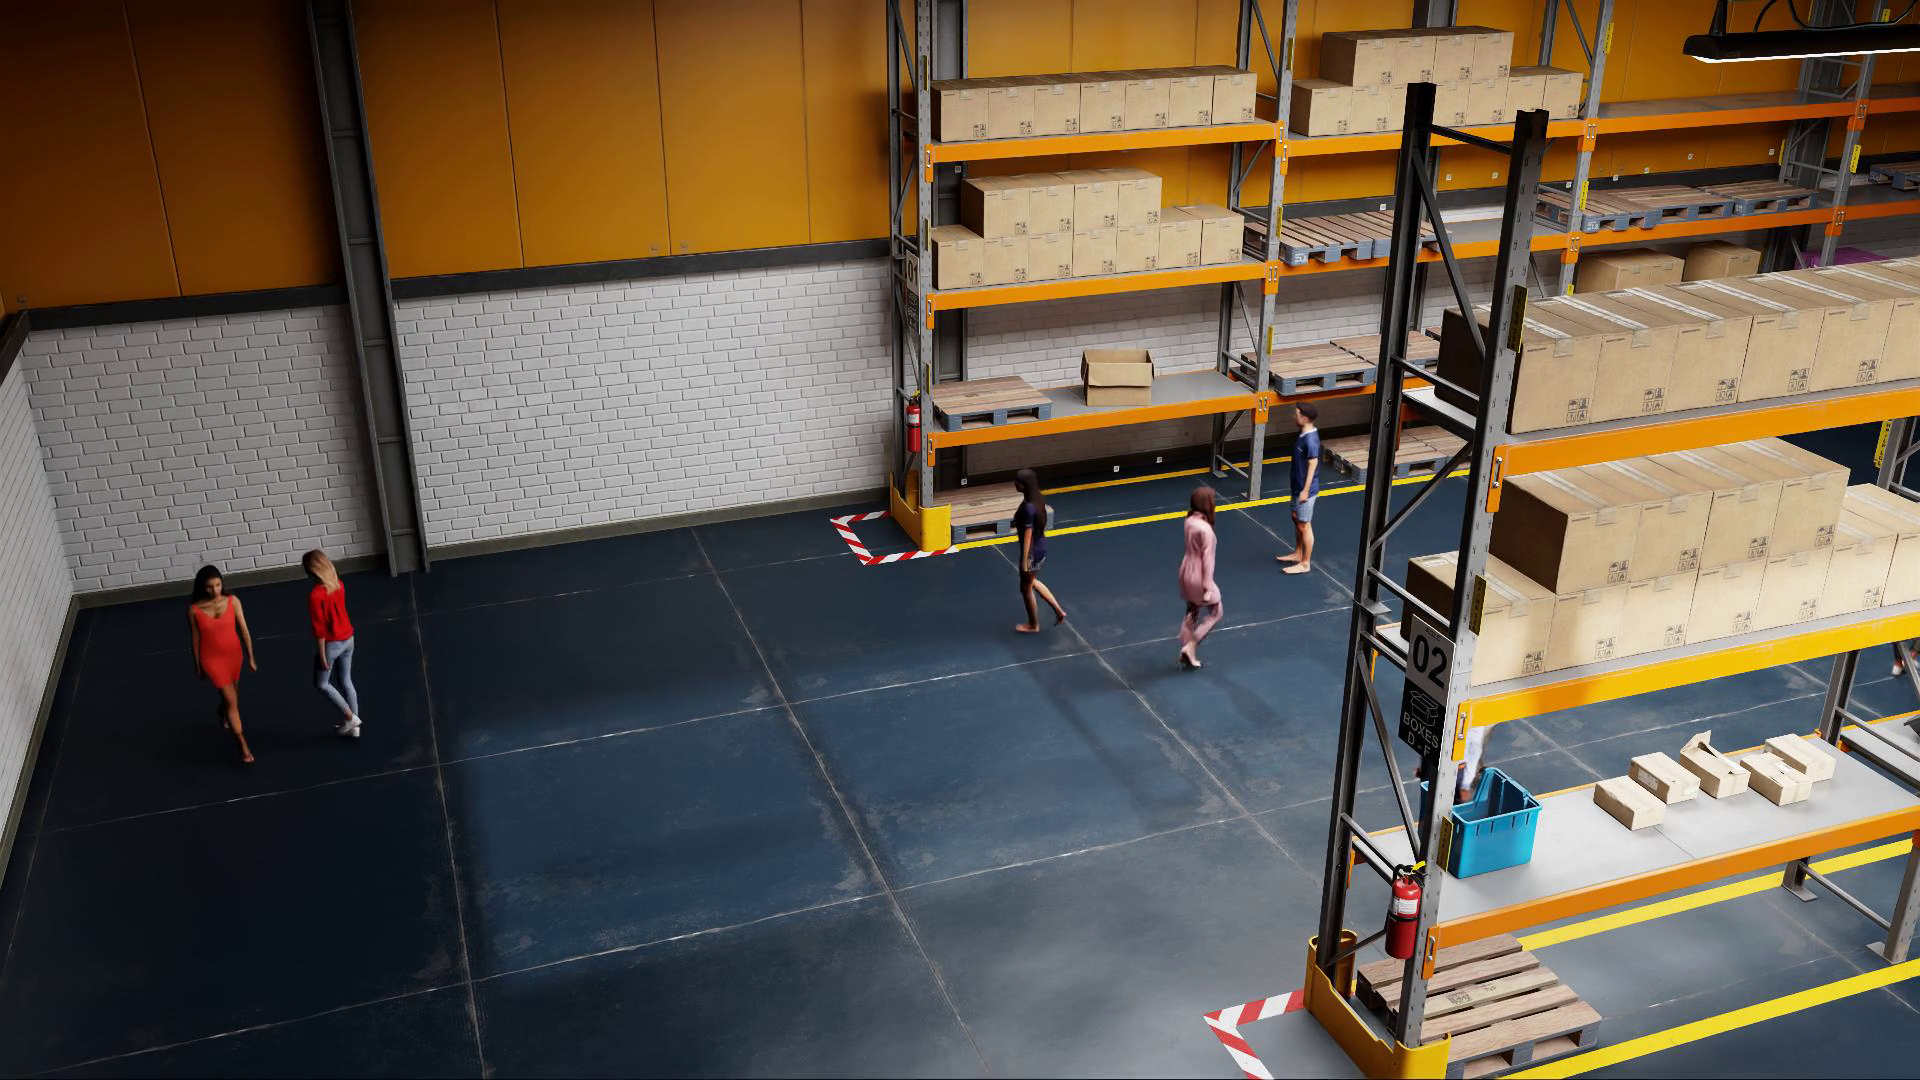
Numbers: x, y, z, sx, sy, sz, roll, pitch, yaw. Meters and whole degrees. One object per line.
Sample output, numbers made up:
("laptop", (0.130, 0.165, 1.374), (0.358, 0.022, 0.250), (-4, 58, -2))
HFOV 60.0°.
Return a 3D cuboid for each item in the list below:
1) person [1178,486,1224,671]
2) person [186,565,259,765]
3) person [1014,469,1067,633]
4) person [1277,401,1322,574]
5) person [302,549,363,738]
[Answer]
("person", (2.078, 0.389, 15.066), (0.587, 1.788, 0.628), (-9, 25, -19))
("person", (-6.176, 0.971, 13.878), (1.139, 1.673, 0.905), (-17, 29, -33))
("person", (0.767, 0.152, 15.674), (0.894, 1.736, 0.827), (10, 25, 21))
("person", (3.558, -0.557, 17.160), (0.684, 1.844, 0.692), (0, 24, 1))
("person", (-5.202, 0.903, 14.023), (0.799, 1.683, 0.770), (6, 24, 14))
